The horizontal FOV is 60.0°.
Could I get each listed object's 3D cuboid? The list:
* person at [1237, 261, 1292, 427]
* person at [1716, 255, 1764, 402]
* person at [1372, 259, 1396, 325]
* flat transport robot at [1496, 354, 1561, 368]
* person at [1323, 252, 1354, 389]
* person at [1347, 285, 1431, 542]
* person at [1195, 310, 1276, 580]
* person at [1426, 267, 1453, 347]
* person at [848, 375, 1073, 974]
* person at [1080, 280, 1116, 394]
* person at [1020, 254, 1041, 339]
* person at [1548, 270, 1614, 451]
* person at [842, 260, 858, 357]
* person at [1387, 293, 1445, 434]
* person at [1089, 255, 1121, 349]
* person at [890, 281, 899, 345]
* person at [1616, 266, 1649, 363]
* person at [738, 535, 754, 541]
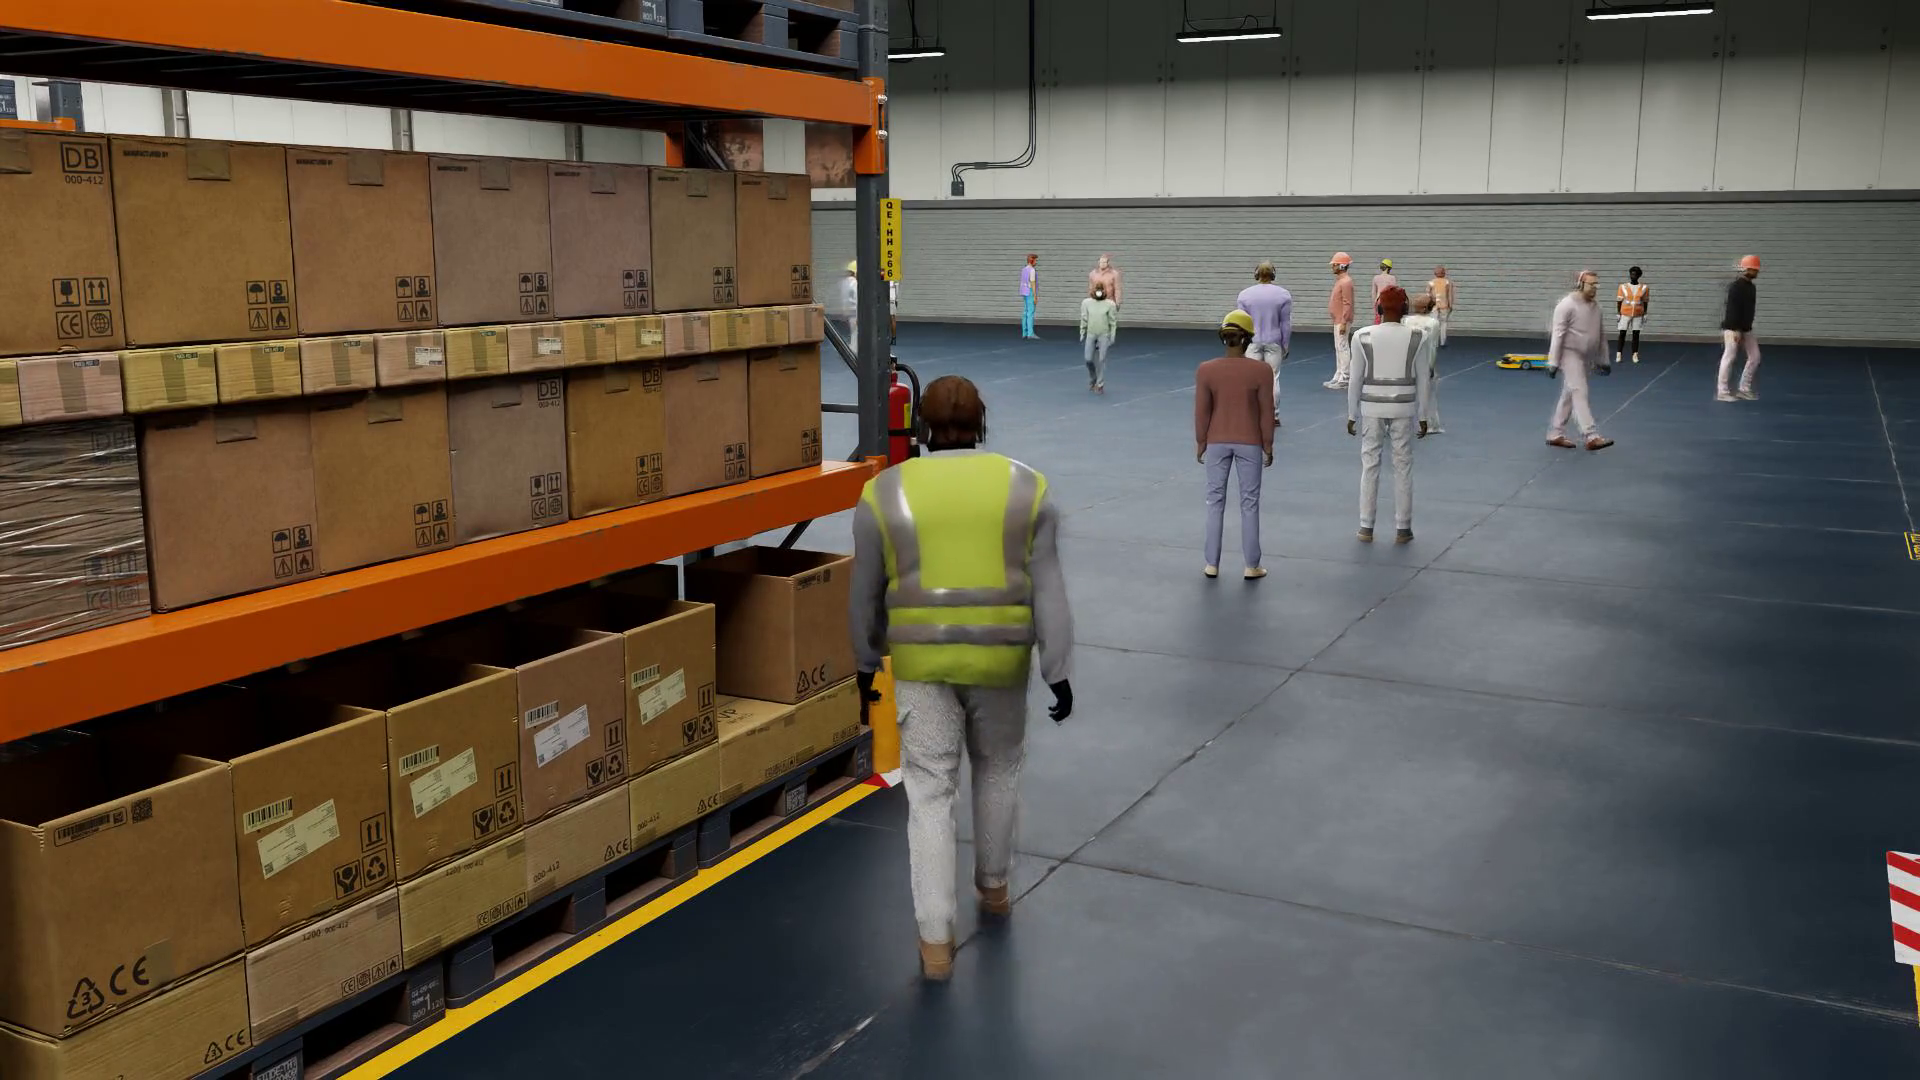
[{"bbox_3d":[3.553,-2.282,19.468,0.630,1.940,0.372,2,11,11],"label":"person"},{"bbox_3d":[10.548,-2.830,22.370,0.641,1.973,0.644,-7,12,-33],"label":"person"},{"bbox_3d":[8.521,-4.744,33.387,0.524,1.760,0.328,9,14,41],"label":"person"},{"bbox_3d":[9.802,-3.005,27.958,1.431,0.197,0.652,2,11,9],"label":"flat transport robot"},{"bbox_3d":[5.577,-3.214,24.392,0.384,1.996,0.610,1,10,4],"label":"person"},{"bbox_3d":[3.142,-0.924,12.208,0.584,1.882,0.337,3,11,14],"label":"person"},{"bbox_3d":[1.797,-0.616,10.879,0.524,1.760,0.328,4,11,19],"label":"person"},{"bbox_3d":[9.567,-4.652,33.256,0.543,1.607,0.692,3,11,15],"label":"person"},{"bbox_3d":[-0.010,0.385,5.294,0.686,1.805,0.847,-1,10,-3],"label":"person"},{"bbox_3d":[1.950,-2.871,23.540,0.519,1.616,0.349,3,11,14],"label":"person"},{"bbox_3d":[1.505,-5.271,36.040,0.390,1.838,0.564,-4,11,-21],"label":"person"},{"bbox_3d":[6.562,-1.861,17.345,0.679,1.864,0.933,-7,13,-34],"label":"person"},{"bbox_3d":[-1.770,-3.858,28.393,0.444,1.813,0.616,-4,11,-23],"label":"person"},{"bbox_3d":[5.115,-1.957,18.641,0.836,1.605,0.524,-8,13,-37],"label":"person"},{"bbox_3d":[2.873,-4.734,33.078,0.655,1.857,1.028,2,11,13],"label":"person"},{"bbox_3d":[-1.513,-4.921,33.858,0.543,1.939,0.360,-5,11,-24],"label":"person"},{"bbox_3d":[11.832,-3.963,29.281,0.536,1.699,0.322,3,11,15],"label":"person"},{"bbox_3d":[-1.743,-0.780,12.199,0.527,1.588,0.830,-4,11,-20],"label":"person"}]
